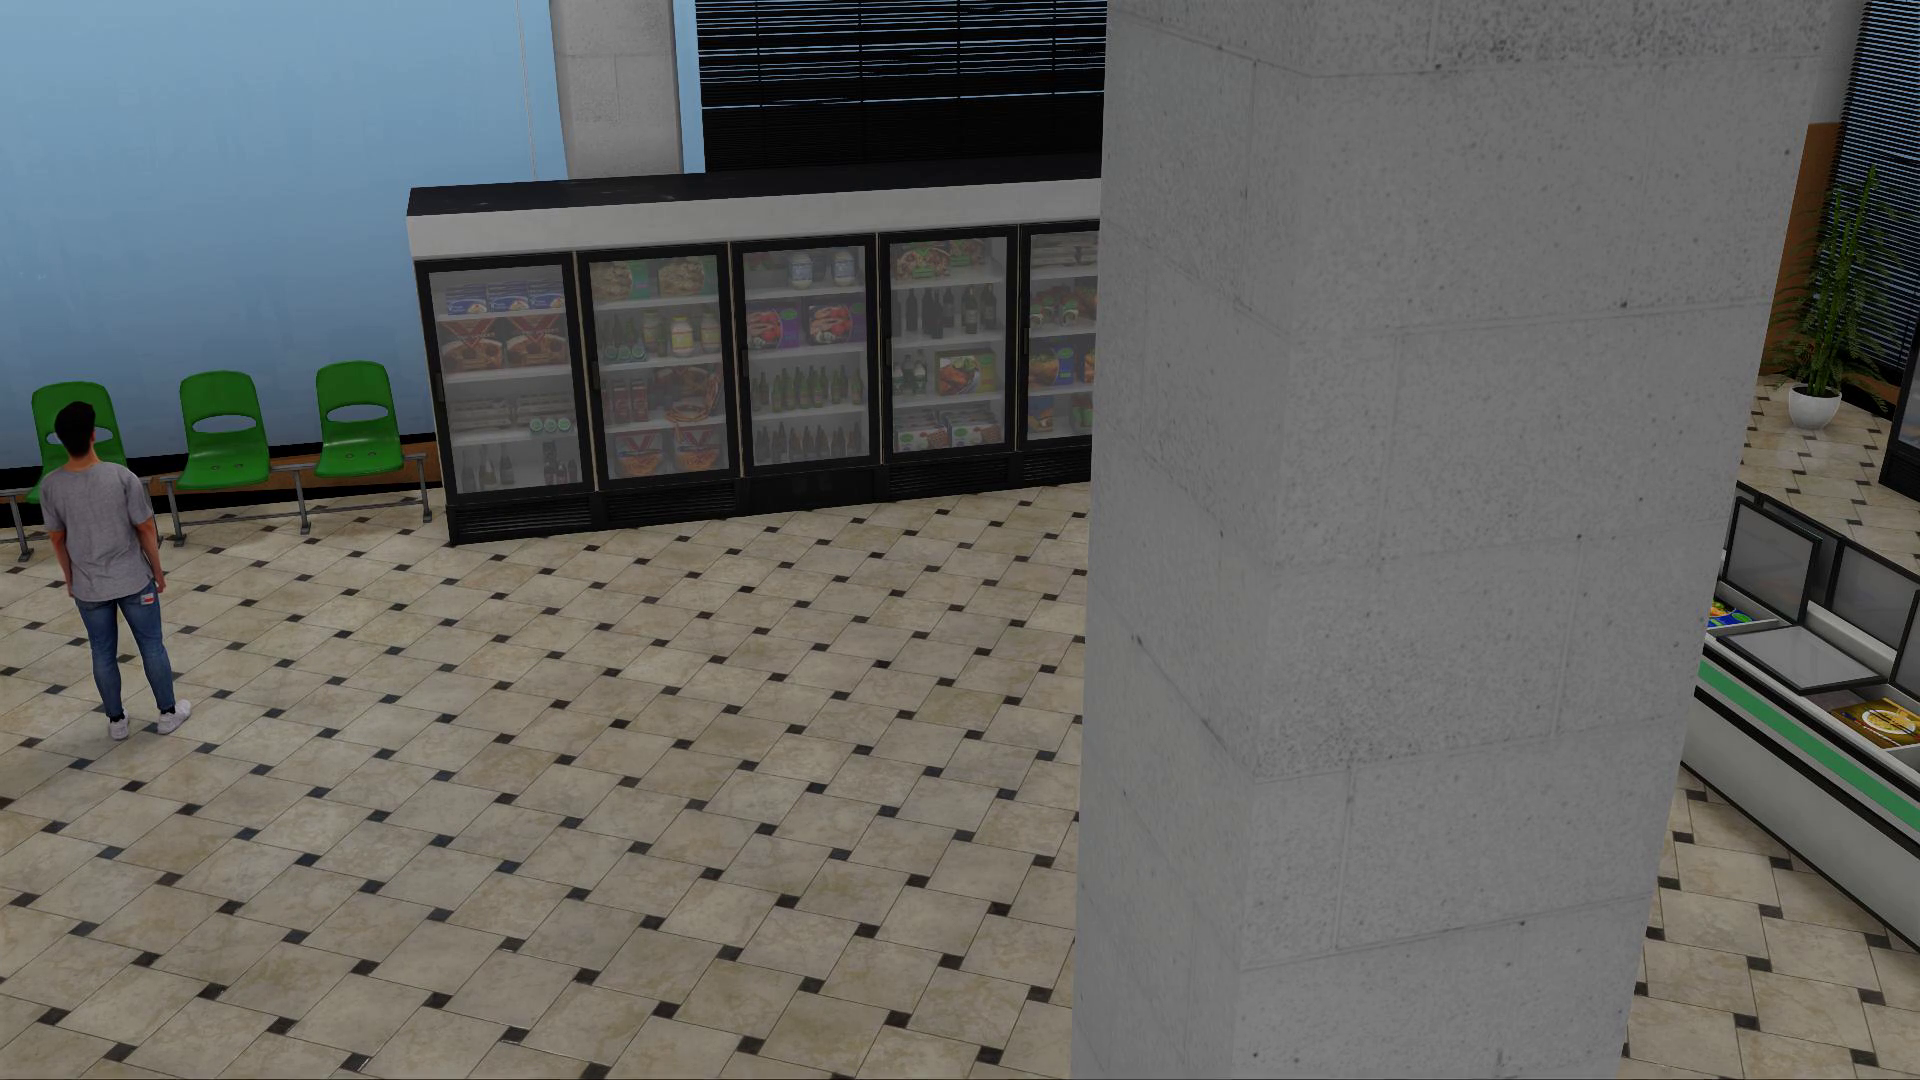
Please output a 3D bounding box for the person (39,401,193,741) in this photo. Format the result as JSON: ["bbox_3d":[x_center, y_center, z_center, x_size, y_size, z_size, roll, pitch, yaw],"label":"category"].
[{"bbox_3d":[-4.519,0.175,8.846,0.659,1.890,0.544,-6,24,-14],"label":"person"}]
